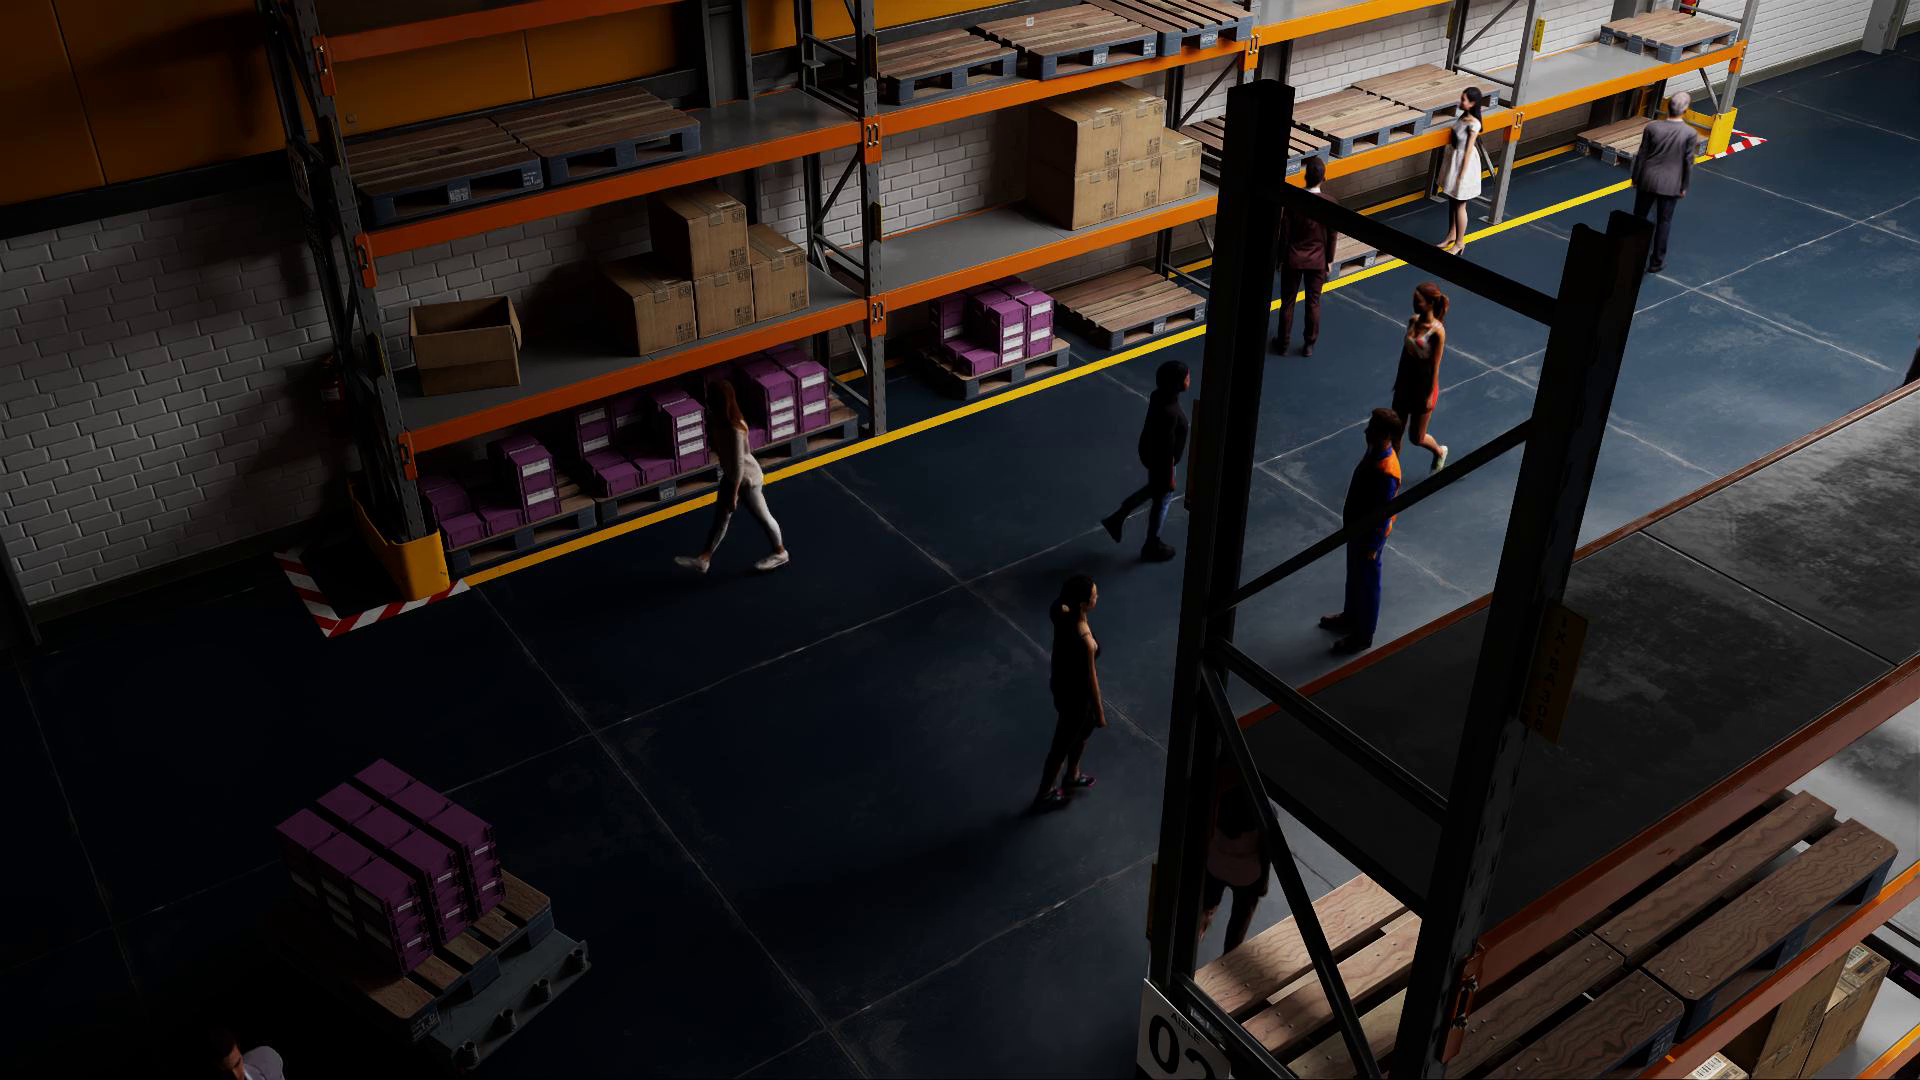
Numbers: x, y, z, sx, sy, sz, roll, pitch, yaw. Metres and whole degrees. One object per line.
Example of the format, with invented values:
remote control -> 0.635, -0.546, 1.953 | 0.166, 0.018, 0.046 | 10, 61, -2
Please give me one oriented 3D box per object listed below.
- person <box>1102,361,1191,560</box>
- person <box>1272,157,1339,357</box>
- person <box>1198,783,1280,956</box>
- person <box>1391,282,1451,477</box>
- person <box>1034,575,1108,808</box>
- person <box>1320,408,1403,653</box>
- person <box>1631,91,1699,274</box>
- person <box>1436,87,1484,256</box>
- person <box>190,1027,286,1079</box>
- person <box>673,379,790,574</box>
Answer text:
person -> 1.393, -0.557, 12.277 | 0.914, 1.688, 0.785 | -8, 34, -12
person -> 3.138, -2.556, 15.125 | 0.759, 1.864, 0.834 | 3, 34, 5
person -> 1.409, 1.760, 8.785 | 0.742, 1.693, 0.902 | 22, 39, 29
person -> 3.663, -1.190, 13.148 | 0.963, 1.777, 0.696 | -15, 36, -21
person -> 0.580, 0.955, 9.977 | 0.736, 1.715, 0.663 | -11, 35, -15
person -> 2.799, -0.081, 11.400 | 0.794, 1.865, 0.784 | -2, 34, -3
person -> 7.046, -3.608, 16.730 | 0.802, 1.840, 0.755 | 18, 38, 25
person -> 5.126, -3.764, 17.029 | 0.812, 1.769, 0.781 | -1, 34, -1
person -> -3.095, 2.729, 7.236 | 1.015, 1.795, 1.238 | 23, 40, 30
person -> -1.501, -0.459, 12.146 | 1.120, 1.669, 0.731 | -14, 36, -20
